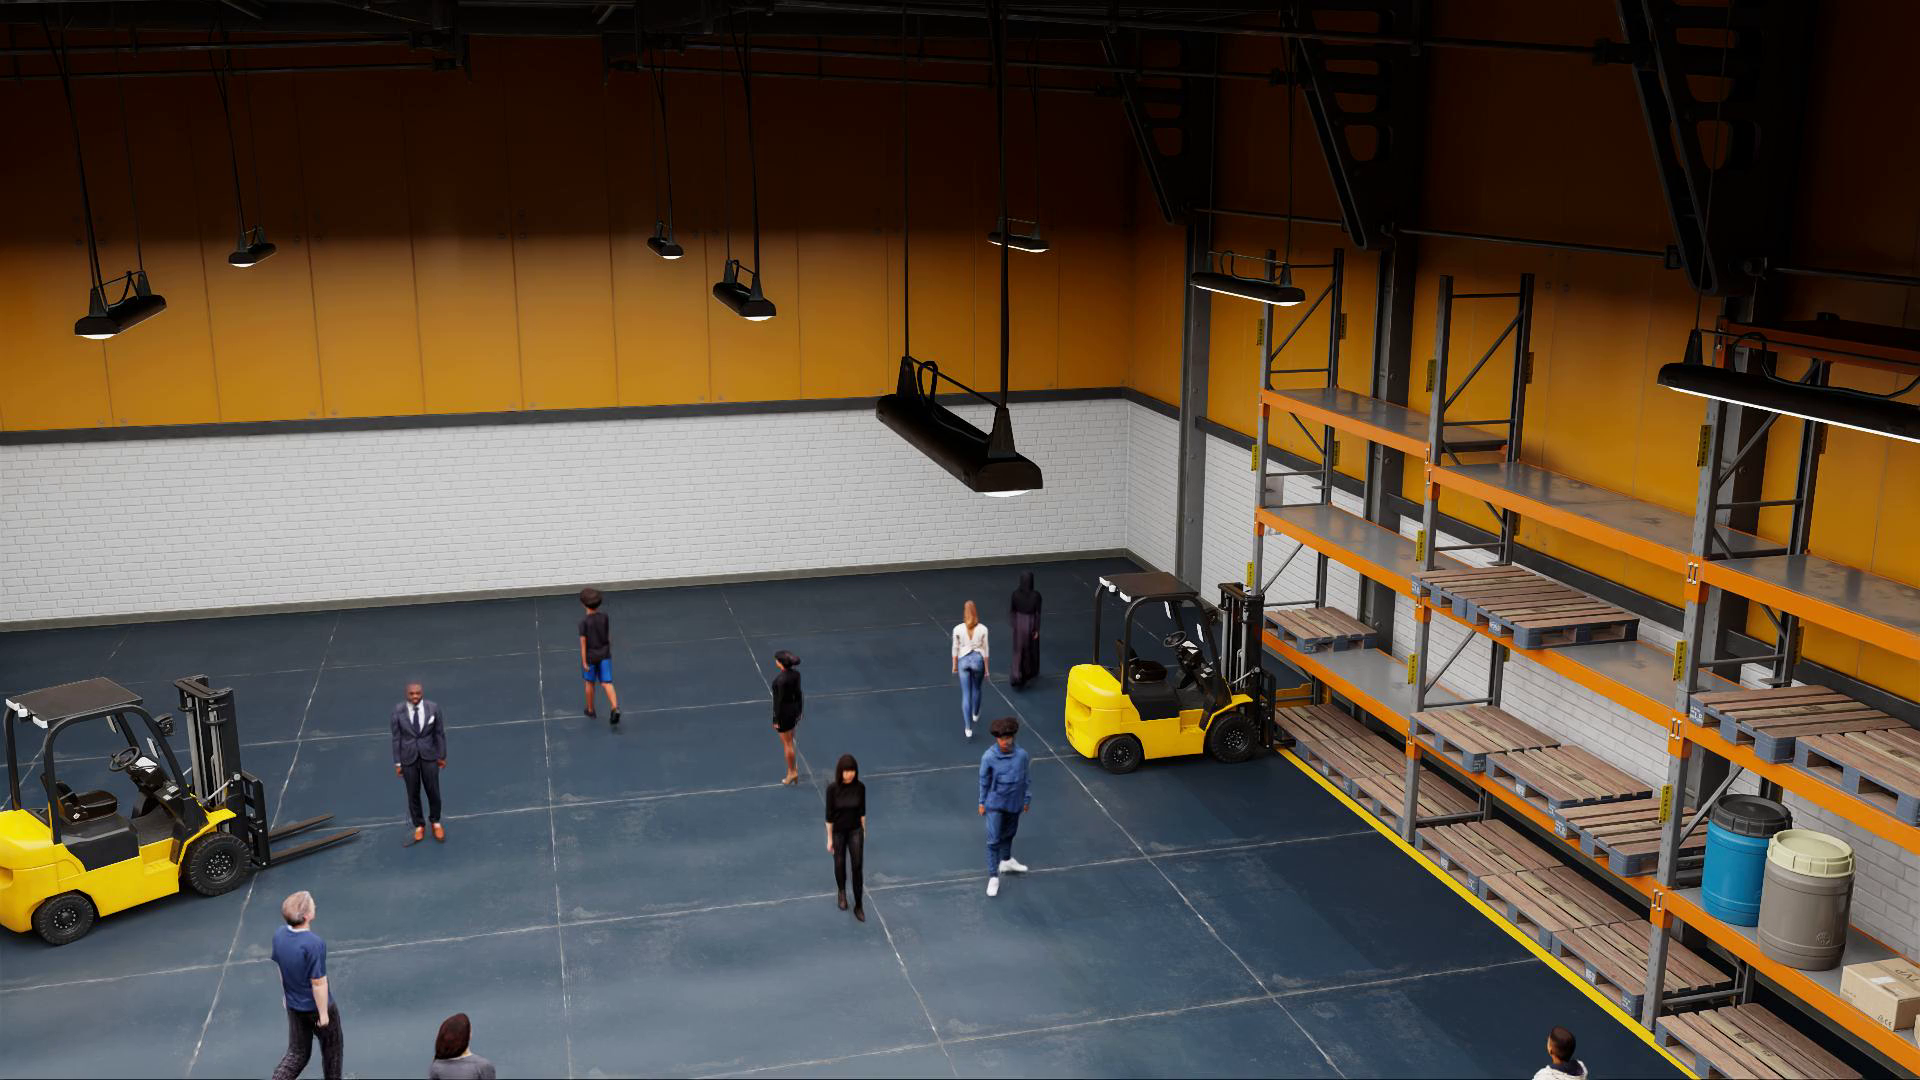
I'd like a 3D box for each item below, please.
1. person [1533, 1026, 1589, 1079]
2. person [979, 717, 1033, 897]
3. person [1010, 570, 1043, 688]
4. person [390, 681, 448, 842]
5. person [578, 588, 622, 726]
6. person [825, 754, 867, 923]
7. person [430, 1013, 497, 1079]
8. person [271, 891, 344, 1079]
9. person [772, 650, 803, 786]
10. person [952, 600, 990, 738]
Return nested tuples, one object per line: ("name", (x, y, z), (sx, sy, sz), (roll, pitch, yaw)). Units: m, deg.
("person", (4.117, 4.051, 11.327), (0.601, 1.436, 0.849), (-4, 14, -16))
("person", (0.437, 2.594, 16.625), (0.795, 1.776, 0.865), (-6, 15, -24))
("person", (0.869, 1.225, 22.660), (0.935, 1.595, 1.202), (3, 14, 11))
("person", (-5.748, 2.331, 17.661), (0.690, 1.798, 0.622), (-4, 14, -17))
("person", (-4.573, 1.503, 21.139), (0.828, 1.771, 1.197), (-9, 16, -32))
("person", (-1.122, 2.807, 16.089), (0.584, 1.613, 0.854), (-3, 14, -10))
("person", (-3.254, 3.953, 11.028), (0.669, 1.768, 0.626), (0, 14, 2))
("person", (-4.980, 3.554, 12.524), (1.080, 1.839, 1.186), (6, 15, 25))
("person", (-1.921, 2.060, 19.133), (0.785, 1.631, 0.720), (6, 15, 24))
("person", (0.131, 1.641, 20.776), (0.790, 1.673, 1.187), (0, 14, -1))
